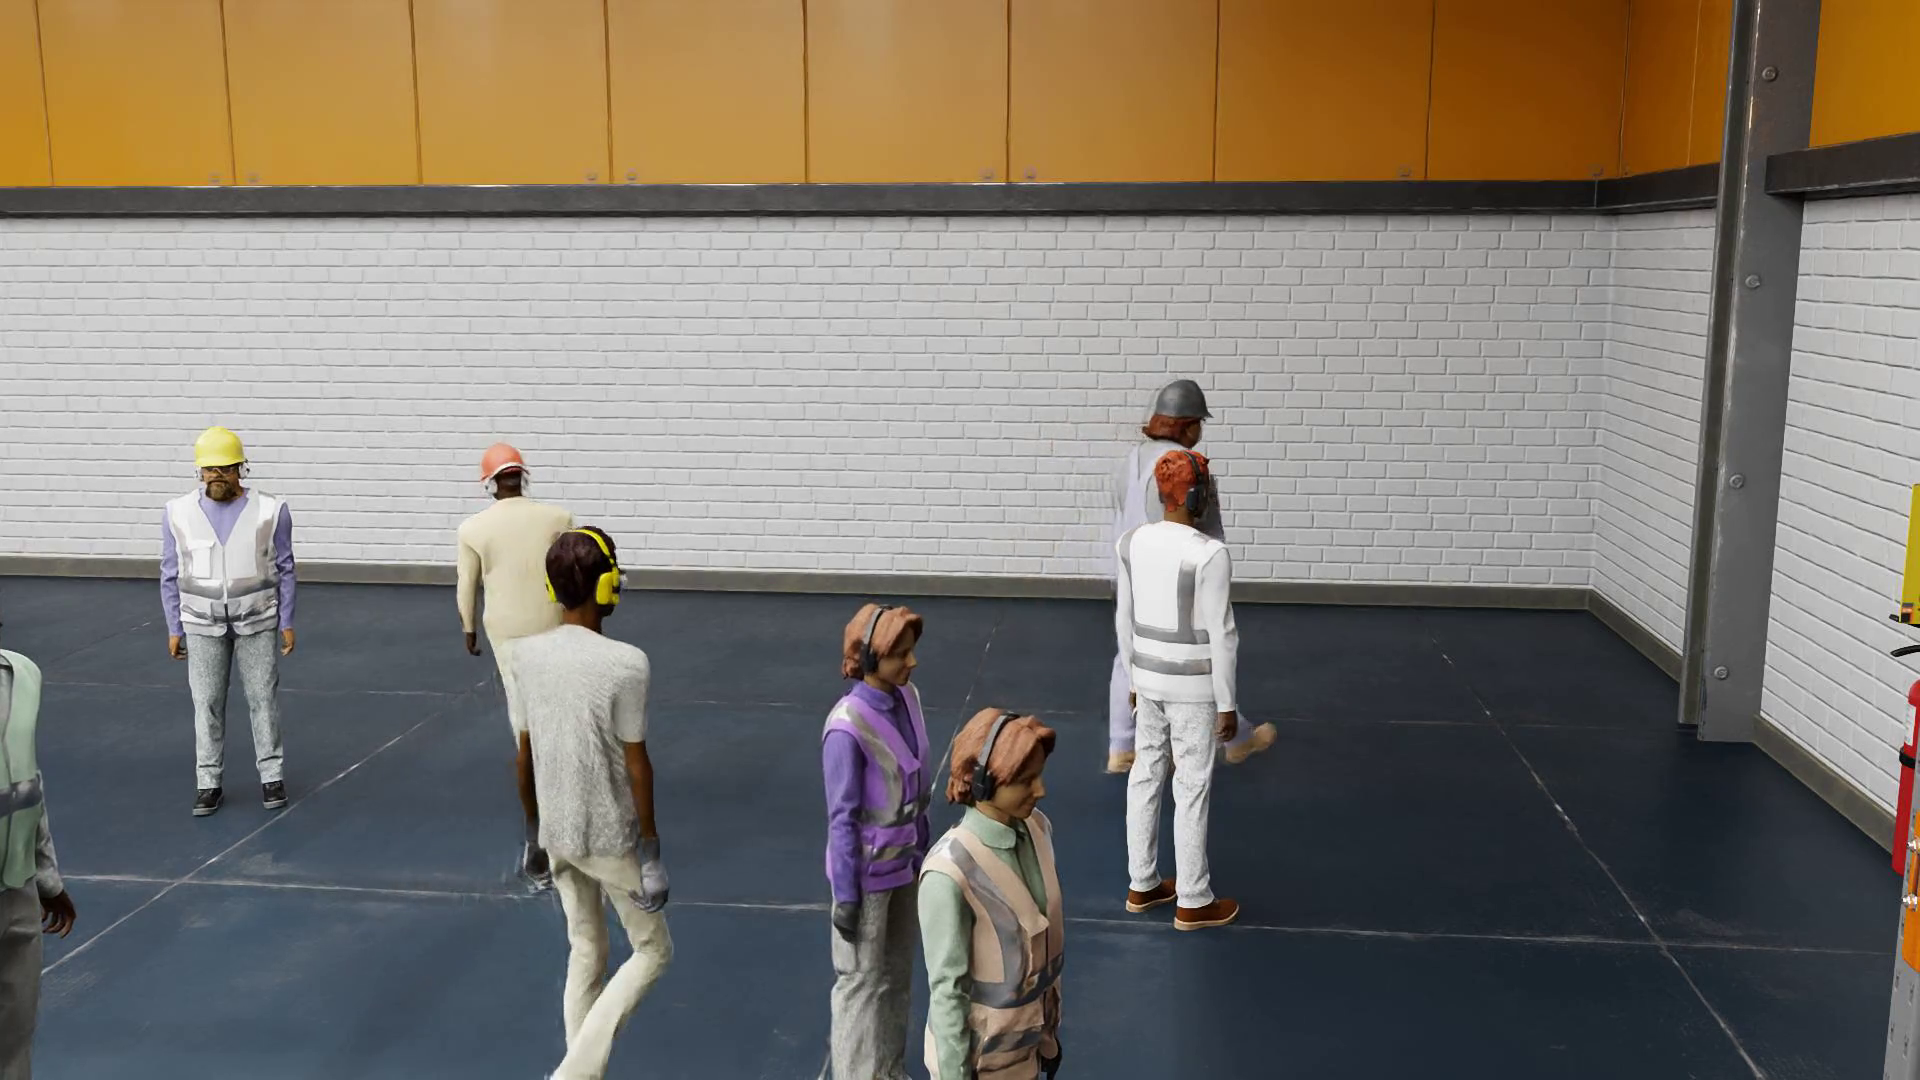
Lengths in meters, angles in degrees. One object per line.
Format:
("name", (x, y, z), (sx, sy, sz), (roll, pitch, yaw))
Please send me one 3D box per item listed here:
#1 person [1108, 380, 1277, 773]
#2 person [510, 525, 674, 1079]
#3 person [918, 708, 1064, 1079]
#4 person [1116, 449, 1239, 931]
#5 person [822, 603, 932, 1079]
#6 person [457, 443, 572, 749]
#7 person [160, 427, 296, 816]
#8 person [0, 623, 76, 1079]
("person", (1.172, 0.164, 8.476), (0.973, 2.000, 0.703), (-6, 11, -29))
("person", (-1.090, 0.887, 4.863), (0.544, 1.851, 0.473), (6, 11, 29))
("person", (0.074, 1.183, 3.793), (0.307, 1.638, 0.514), (5, 11, 26))
("person", (0.858, 0.585, 6.524), (0.355, 1.880, 0.576), (-9, 13, -40))
("person", (-0.242, 0.988, 4.929), (0.310, 1.632, 0.524), (4, 11, 20))
("person", (-2.176, 0.378, 8.175), (0.571, 1.708, 0.816), (-5, 11, -27))
("person", (-3.439, 0.378, 7.844), (0.587, 1.833, 0.404), (-3, 10, -19))
("person", (-2.576, 0.947, 4.341), (0.392, 1.919, 0.590), (1, 10, 7))
